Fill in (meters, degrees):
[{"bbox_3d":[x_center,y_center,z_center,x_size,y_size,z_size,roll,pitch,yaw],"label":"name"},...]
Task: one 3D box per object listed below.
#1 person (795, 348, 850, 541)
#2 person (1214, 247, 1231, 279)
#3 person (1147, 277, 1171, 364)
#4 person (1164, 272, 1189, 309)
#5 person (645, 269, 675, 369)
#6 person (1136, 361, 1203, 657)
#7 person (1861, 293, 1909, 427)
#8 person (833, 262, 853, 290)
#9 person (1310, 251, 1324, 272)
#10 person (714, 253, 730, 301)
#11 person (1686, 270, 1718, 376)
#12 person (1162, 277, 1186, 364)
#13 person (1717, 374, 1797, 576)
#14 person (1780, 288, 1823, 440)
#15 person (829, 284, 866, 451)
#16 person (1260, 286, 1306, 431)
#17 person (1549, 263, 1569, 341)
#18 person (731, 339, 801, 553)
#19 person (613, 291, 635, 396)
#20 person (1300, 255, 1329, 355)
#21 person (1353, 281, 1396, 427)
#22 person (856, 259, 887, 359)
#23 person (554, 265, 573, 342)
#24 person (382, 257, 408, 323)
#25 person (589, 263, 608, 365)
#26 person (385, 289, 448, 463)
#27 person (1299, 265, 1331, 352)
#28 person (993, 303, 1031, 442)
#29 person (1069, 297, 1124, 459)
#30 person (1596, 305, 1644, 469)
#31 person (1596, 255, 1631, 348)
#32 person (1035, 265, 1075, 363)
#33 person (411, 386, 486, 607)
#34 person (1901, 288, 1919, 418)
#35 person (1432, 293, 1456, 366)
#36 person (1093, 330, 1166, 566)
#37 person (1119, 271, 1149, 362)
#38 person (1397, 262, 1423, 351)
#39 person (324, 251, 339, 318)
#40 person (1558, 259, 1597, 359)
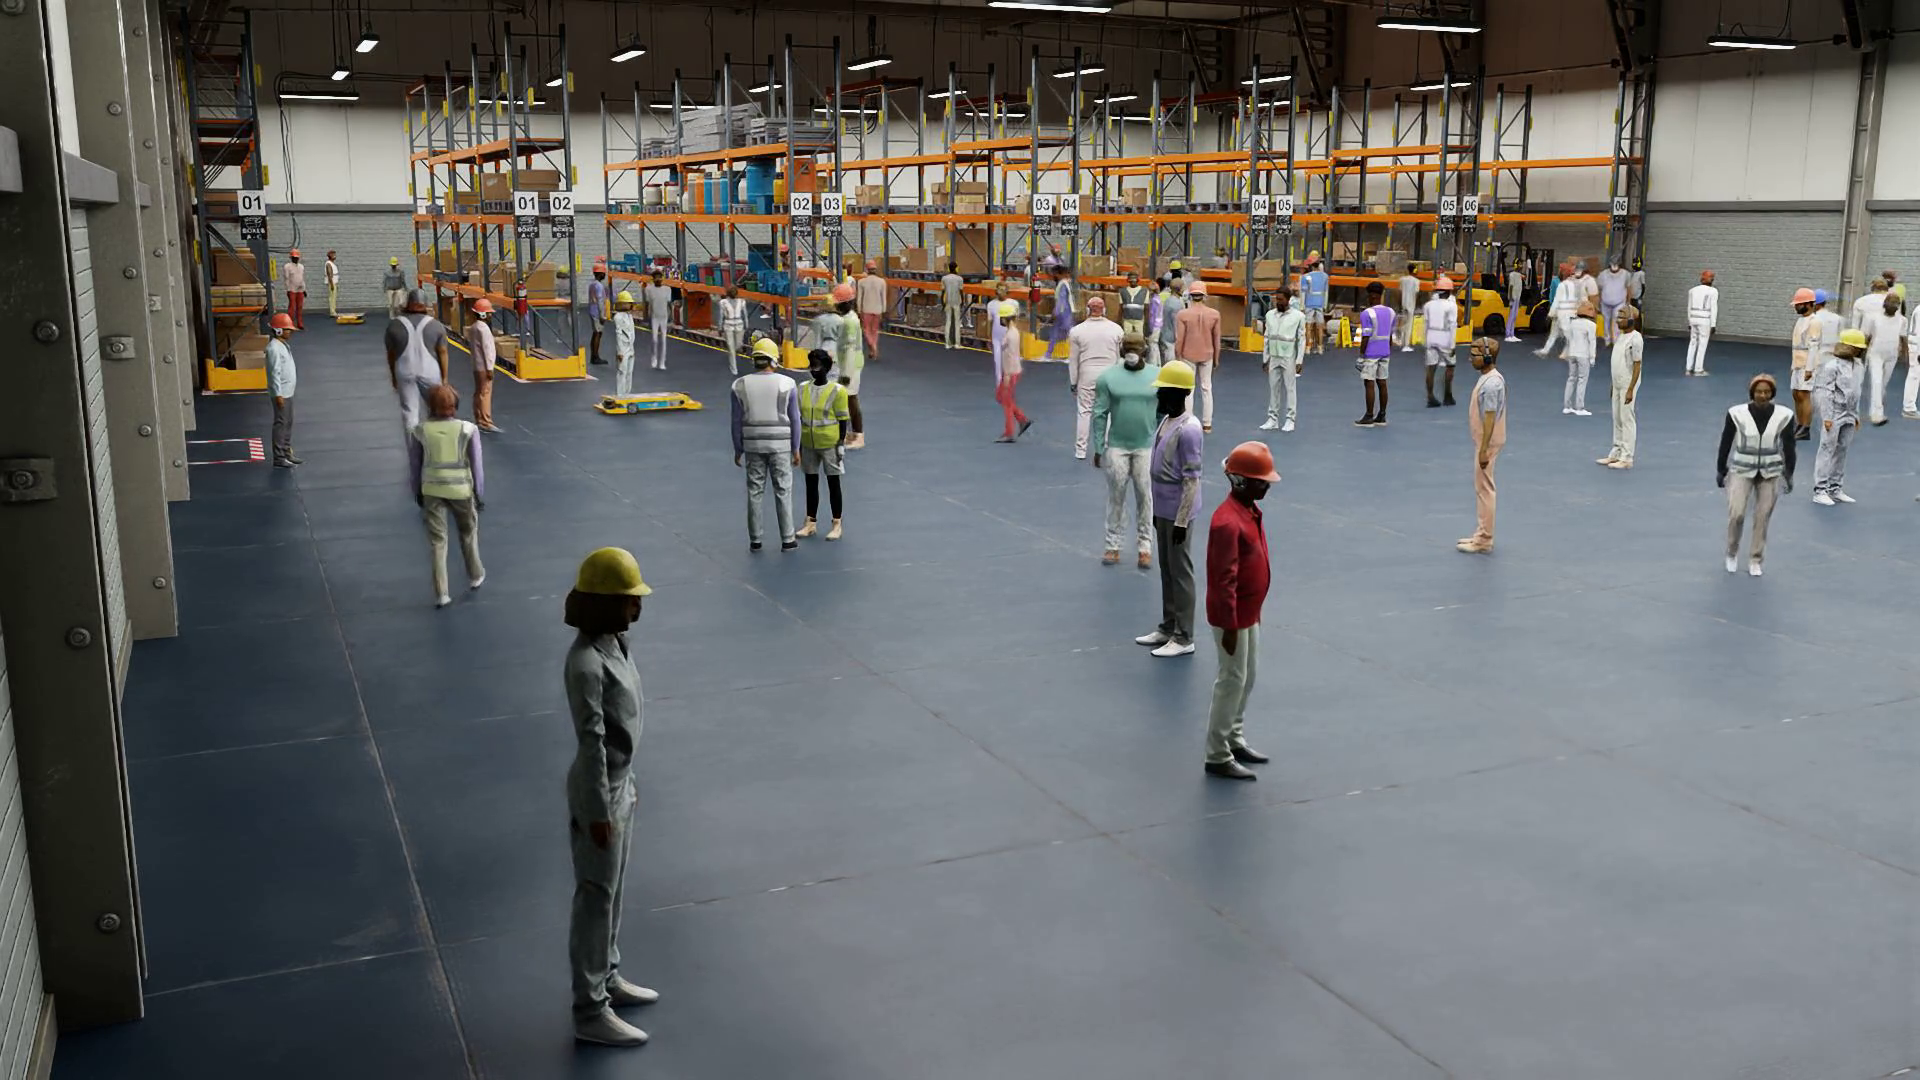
[{"bbox_3d":[-1.227,-0.841,14.678,0.531,1.698,0.320,5,12,25],"label":"person"},{"bbox_3d":[8.119,-8.145,51.526,0.521,1.813,0.960,-5,12,-25],"label":"person"},{"bbox_3d":[3.837,-4.133,31.474,0.530,1.672,0.748,-4,12,-21],"label":"person"},{"bbox_3d":[4.329,-4.512,33.338,0.540,1.695,0.317,-2,11,-9],"label":"person"},{"bbox_3d":[-5.527,-4.062,30.676,0.508,1.846,0.447,-4,12,-18],"label":"person"},{"bbox_3d":[1.389,-0.204,10.849,0.354,1.930,0.587,-2,11,-10],"label":"person"},{"bbox_3d":[12.592,-2.448,22.613,0.529,1.787,0.975,2,11,9],"label":"person"},{"bbox_3d":[-2.807,-5.746,39.481,0.571,1.742,0.345,-9,14,-38],"label":"person"},{"bbox_3d":[9.911,-7.164,46.494,0.404,1.824,0.591,-5,12,-23],"label":"person"},{"bbox_3d":[-5.975,-6.440,42.715,0.613,1.853,0.832,1,11,4],"label":"person"},{"bbox_3d":[13.155,-3.849,29.516,0.388,1.871,0.585,-6,12,-27],"label":"person"},{"bbox_3d":[3.155,-2.877,24.411,0.373,1.940,0.629,-1,11,-6],"label":"person"},{"bbox_3d":[6.301,-0.507,13.176,0.547,1.620,0.405,4,12,18],"label":"person"},{"bbox_3d":[10.724,-2.236,21.196,0.383,1.926,0.550,1,11,5],"label":"person"},{"bbox_3d":[-1.382,-2.102,20.334,0.417,2.008,0.704,-1,11,-5],"label":"person"},{"bbox_3d":[4.296,-2.407,22.081,0.594,1.915,0.373,10,15,41],"label":"person"},{"bbox_3d":[13.581,-5.369,37.546,0.560,1.753,0.328,6,13,27],"label":"person"},{"bbox_3d":[-1.633,-0.792,14.116,0.587,1.821,0.404,1,11,3],"label":"person"},{"bbox_3d":[-4.865,-2.752,24.273,0.298,1.743,0.493,2,11,11],"label":"person"},{"bbox_3d":[7.153,-4.755,33.728,0.615,2.034,0.409,-3,12,-15],"label":"person"},{"bbox_3d":[5.597,-2.507,22.465,0.602,1.964,0.368,-8,13,-34],"label":"person"},{"bbox_3d":[-1.712,-4.500,32.586,0.612,1.978,0.619,-4,12,-18],"label":"person"},{"bbox_3d":[-8.782,-5.238,36.976,0.491,1.724,0.686,-8,13,-34],"label":"person"},{"bbox_3d":[-14.702,-6.480,43.255,0.641,1.726,0.548,-5,12,-22],"label":"person"},{"bbox_3d":[-6.890,-4.316,31.786,0.426,1.924,0.556,-5,12,-24],"label":"person"},{"bbox_3d":[-6.341,-1.962,19.503,0.697,2.000,0.954,-2,11,-12],"label":"person"},{"bbox_3d":[7.286,-4.785,34.188,0.862,1.904,0.576,-2,11,-12],"label":"person"},{"bbox_3d":[0.631,-2.096,20.896,0.412,1.747,0.546,0,11,2],"label":"person"},{"bbox_3d":[1.592,-1.890,19.522,0.637,1.900,0.396,0,11,1],"label":"person"},{"bbox_3d":[7.487,-1.720,18.771,0.346,1.846,0.507,0,11,-2],"label":"person"},{"bbox_3d":[14.011,-5.157,35.739,0.695,2.000,1.023,6,12,26],"label":"person"},{"bbox_3d":[1.862,-4.328,31.939,0.885,1.868,0.628,-3,11,-14],"label":"person"},{"bbox_3d":[-3.797,-0.346,12.408,0.543,1.598,0.844,-1,11,-6],"label":"person"},{"bbox_3d":[13.549,-2.663,23.466,0.357,1.883,0.573,6,13,28],"label":"person"},{"bbox_3d":[9.111,-4.079,31.325,0.371,1.629,0.531,-9,14,-38],"label":"person"},{"bbox_3d":[1.403,-0.749,13.598,0.635,1.937,0.352,2,11,9],"label":"person"},{"bbox_3d":[3.153,-3.970,30.237,0.559,1.837,0.392,3,12,16],"label":"person"},{"bbox_3d":[9.386,-4.855,34.696,0.449,1.855,0.536,-6,13,-30],"label":"person"},{"bbox_3d":[-17.273,-7.032,45.766,0.390,1.846,0.565,-2,11,-12],"label":"person"},{"bbox_3d":[12.286,-4.606,32.937,0.962,2.000,0.765,-4,12,-21],"label":"person"}]
